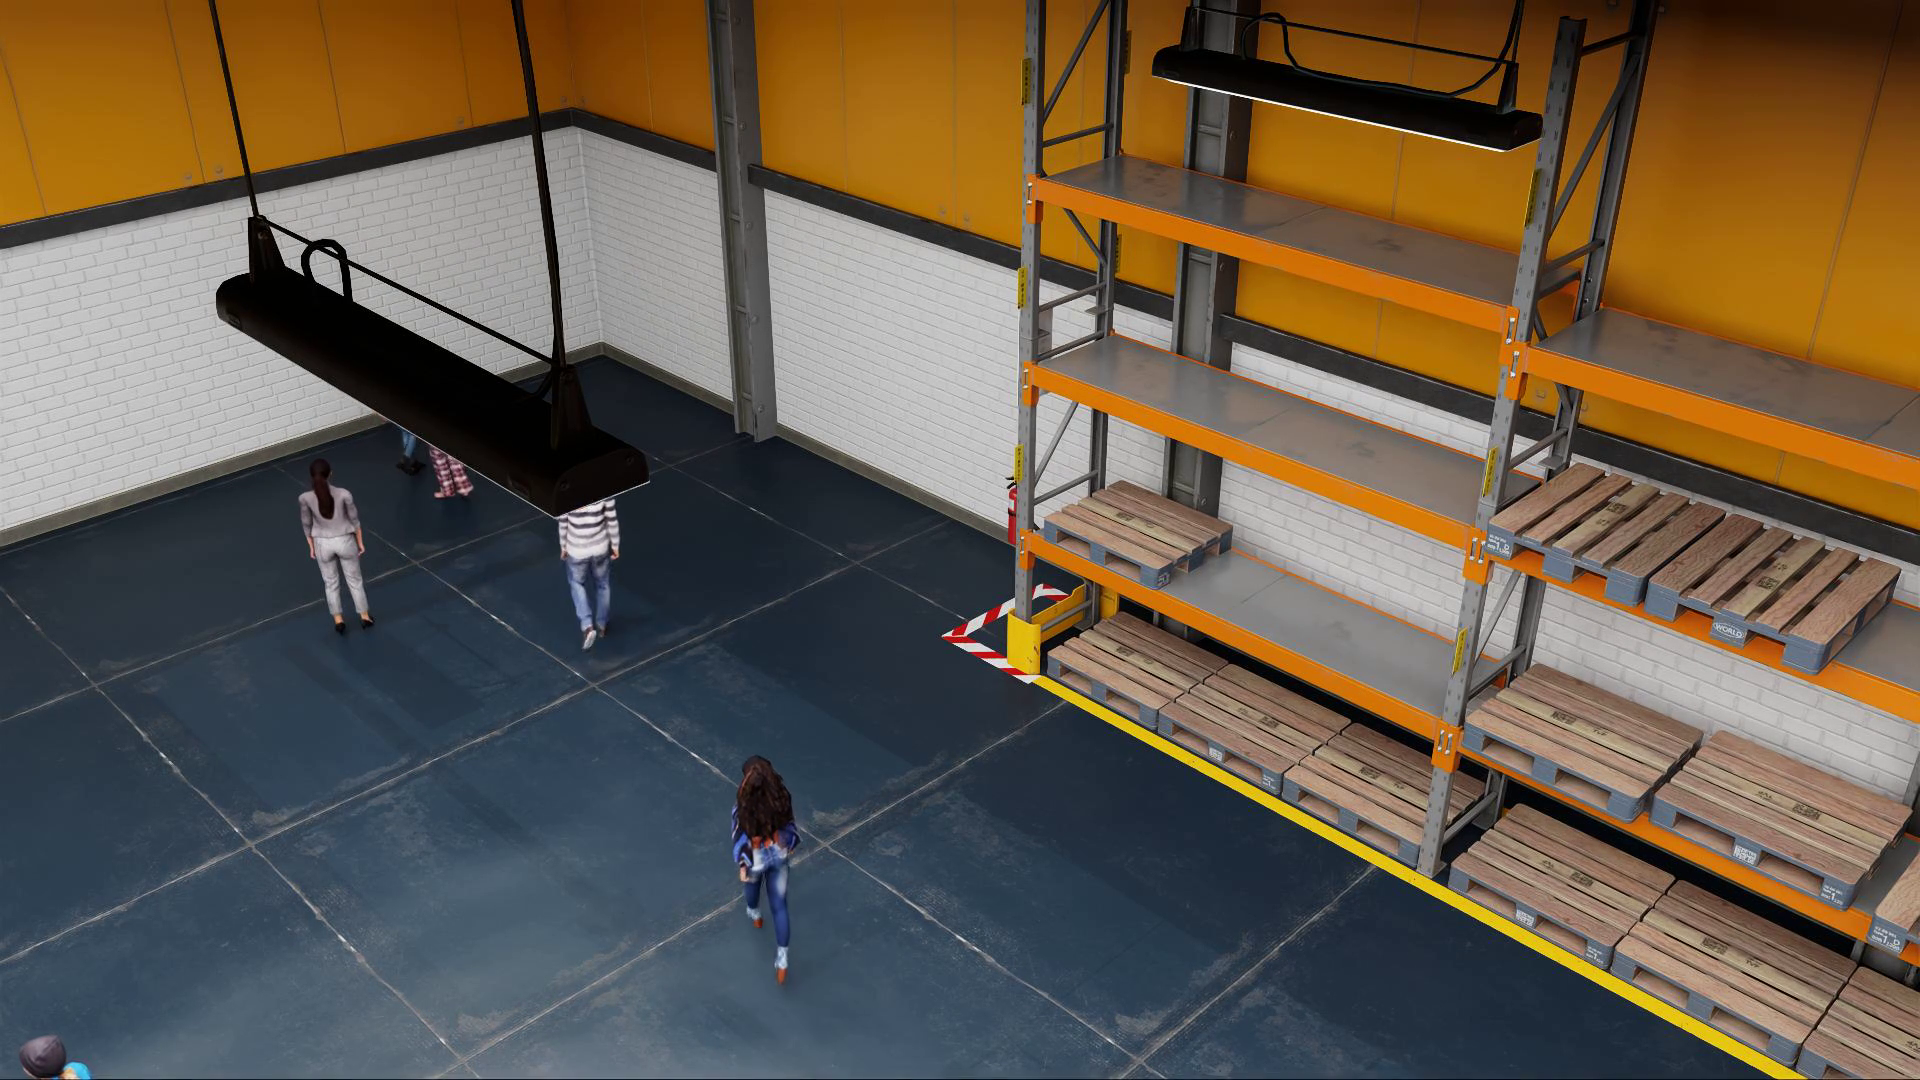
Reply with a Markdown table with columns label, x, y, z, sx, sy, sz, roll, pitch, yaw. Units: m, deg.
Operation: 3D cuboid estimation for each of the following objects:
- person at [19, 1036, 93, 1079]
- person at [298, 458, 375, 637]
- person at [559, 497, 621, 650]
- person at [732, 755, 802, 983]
| label | x | y | z | sx | sy | sz | roll | pitch | yaw |
| --- | --- | --- | --- | --- | --- | --- | --- | --- | --- |
| person | -4.498 | 3.241 | 8.579 | 0.724 | 1.795 | 0.684 | 3 | 29 | 5 |
| person | -5.455 | 0.065 | 14.525 | 0.720 | 1.677 | 0.740 | -7 | 29 | -13 |
| person | -3.188 | 0.107 | 14.281 | 0.921 | 1.837 | 1.044 | -7 | 29 | -13 |
| person | -1.241 | 2.140 | 10.829 | 0.907 | 1.573 | 1.142 | -10 | 30 | -18 |
